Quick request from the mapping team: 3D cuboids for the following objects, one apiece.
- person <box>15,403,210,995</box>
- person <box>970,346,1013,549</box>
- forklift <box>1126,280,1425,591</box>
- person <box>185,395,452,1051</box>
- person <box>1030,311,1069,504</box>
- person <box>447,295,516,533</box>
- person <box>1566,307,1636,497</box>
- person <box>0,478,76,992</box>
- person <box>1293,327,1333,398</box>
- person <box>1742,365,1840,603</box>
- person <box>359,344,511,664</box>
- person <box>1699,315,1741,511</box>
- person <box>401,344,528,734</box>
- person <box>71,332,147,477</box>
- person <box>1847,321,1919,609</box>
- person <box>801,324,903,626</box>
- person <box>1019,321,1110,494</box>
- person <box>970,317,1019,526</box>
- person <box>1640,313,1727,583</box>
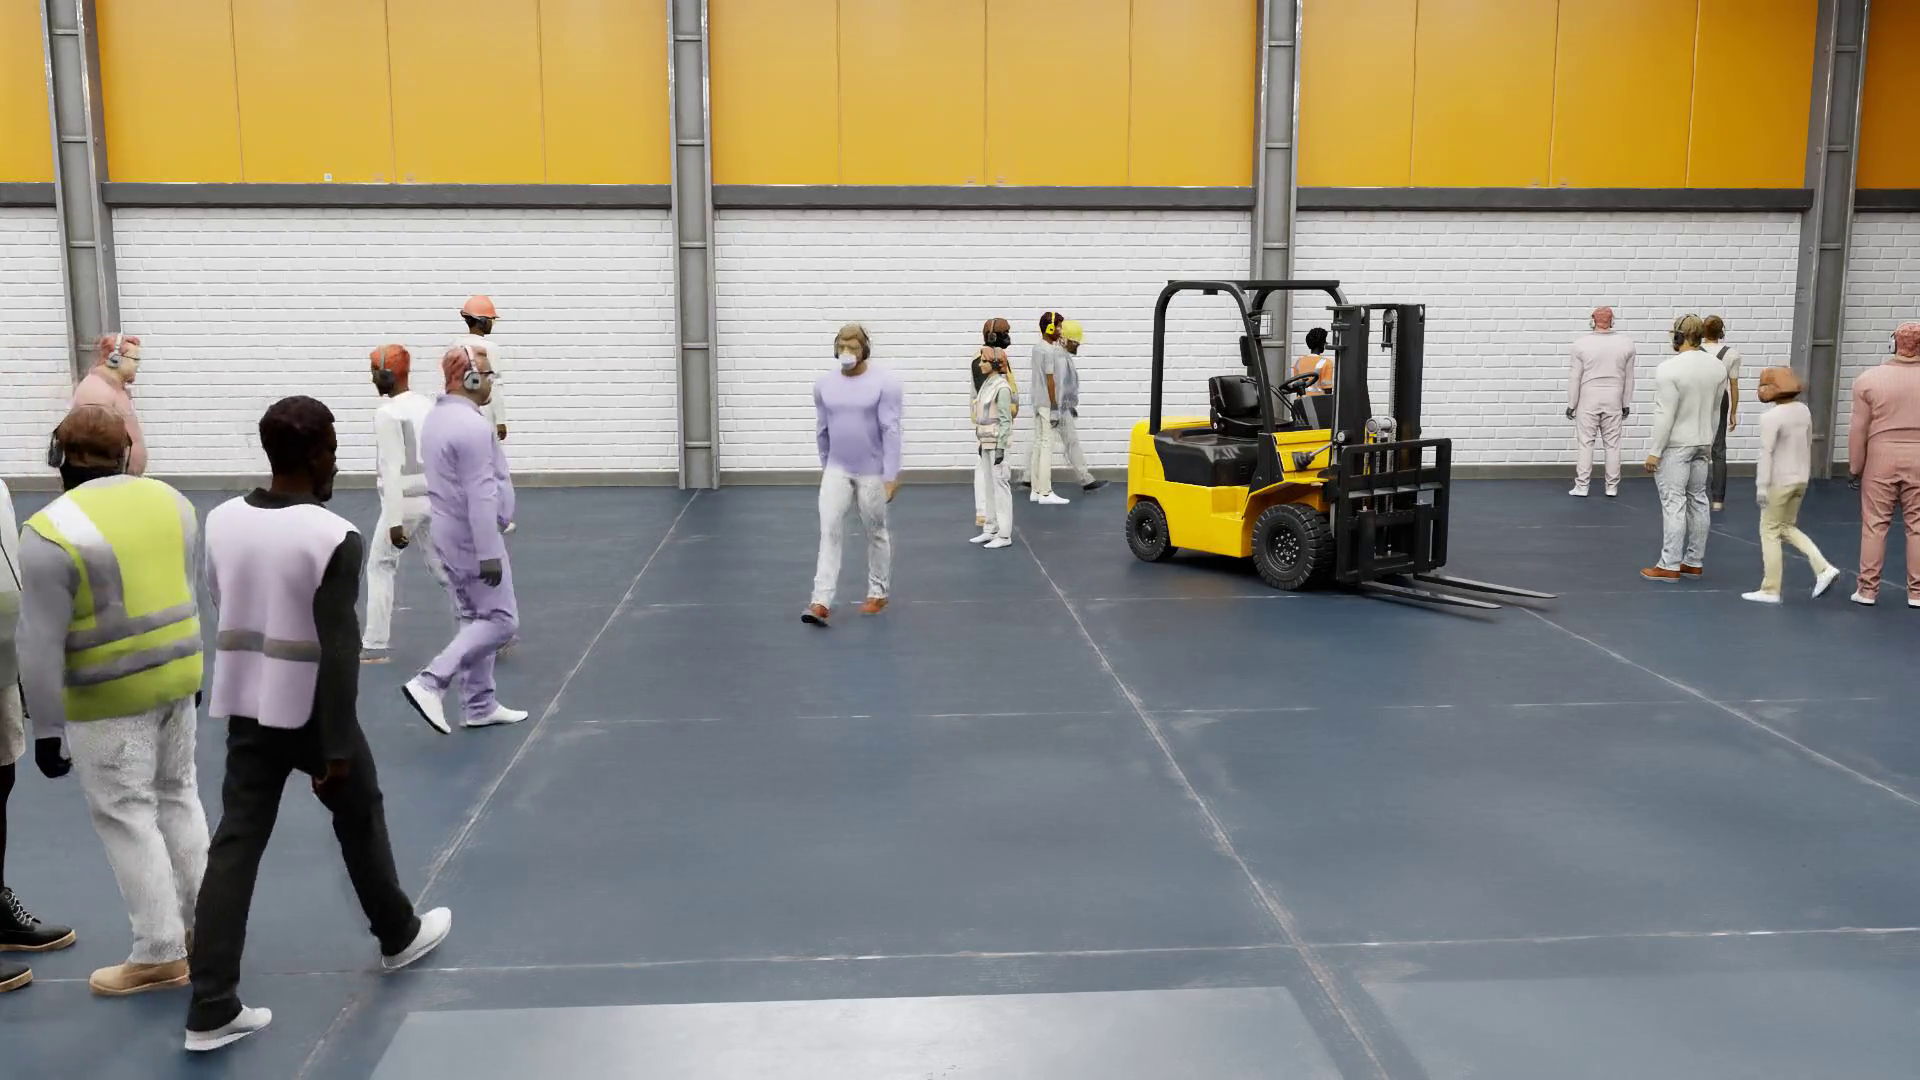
[{"bbox_3d":[-2.601,0.490,5.167,0.437,1.825,0.701,3,9,17],"label":"person"},{"bbox_3d":[0.276,-0.754,13.543,0.310,1.642,0.514,-3,10,-18],"label":"person"},{"bbox_3d":[2.301,-0.860,12.475,1.214,2.155,2.313,-6,11,-35],"label":"forklift"},{"bbox_3d":[-1.971,0.501,4.973,0.602,1.866,1.010,3,10,20],"label":"person"},{"bbox_3d":[0.857,-1.282,16.168,0.328,1.865,0.517,-2,9,-15],"label":"person"},{"bbox_3d":[-4.098,-1.068,14.258,0.612,2.041,0.394,6,11,35],"label":"person"},{"bbox_3d":[6.363,-1.366,16.575,0.639,1.903,0.409,1,9,4],"label":"person"},{"bbox_3d":[-3.097,0.411,5.208,0.367,1.966,0.607,-1,9,-4],"label":"person"},{"bbox_3d":[3.576,-1.301,16.828,0.320,1.694,0.532,-5,10,-28],"label":"person"},{"bbox_3d":[5.575,-0.357,11.131,0.538,1.613,0.515,-6,11,-32],"label":"person"},{"bbox_3d":[-3.039,-0.188,9.403,0.959,1.843,0.584,2,9,13],"label":"person"},{"bbox_3d":[7.028,-1.189,15.637,0.517,1.843,0.326,2,9,15],"label":"person"},{"bbox_3d":[-2.378,0.014,7.948,0.545,1.886,0.660,-6,11,-31],"label":"person"},{"bbox_3d":[-5.013,-0.284,9.884,0.557,1.871,0.688,-4,10,-23],"label":"person"},{"bbox_3d":[6.259,-0.493,11.079,0.639,1.908,0.409,4,10,22],"label":"person"},{"bbox_3d":[-0.681,-0.397,10.507,0.647,1.894,0.964,3,9,17],"label":"person"},{"bbox_3d":[1.033,-1.329,16.800,0.913,1.759,0.567,-1,9,-3],"label":"person"},{"bbox_3d":[0.310,-1.043,14.733,0.429,1.842,0.630,2,9,14],"label":"person"},{"bbox_3d":[5.214,-0.658,12.012,0.627,1.940,0.372,-5,10,-26],"label":"person"}]
